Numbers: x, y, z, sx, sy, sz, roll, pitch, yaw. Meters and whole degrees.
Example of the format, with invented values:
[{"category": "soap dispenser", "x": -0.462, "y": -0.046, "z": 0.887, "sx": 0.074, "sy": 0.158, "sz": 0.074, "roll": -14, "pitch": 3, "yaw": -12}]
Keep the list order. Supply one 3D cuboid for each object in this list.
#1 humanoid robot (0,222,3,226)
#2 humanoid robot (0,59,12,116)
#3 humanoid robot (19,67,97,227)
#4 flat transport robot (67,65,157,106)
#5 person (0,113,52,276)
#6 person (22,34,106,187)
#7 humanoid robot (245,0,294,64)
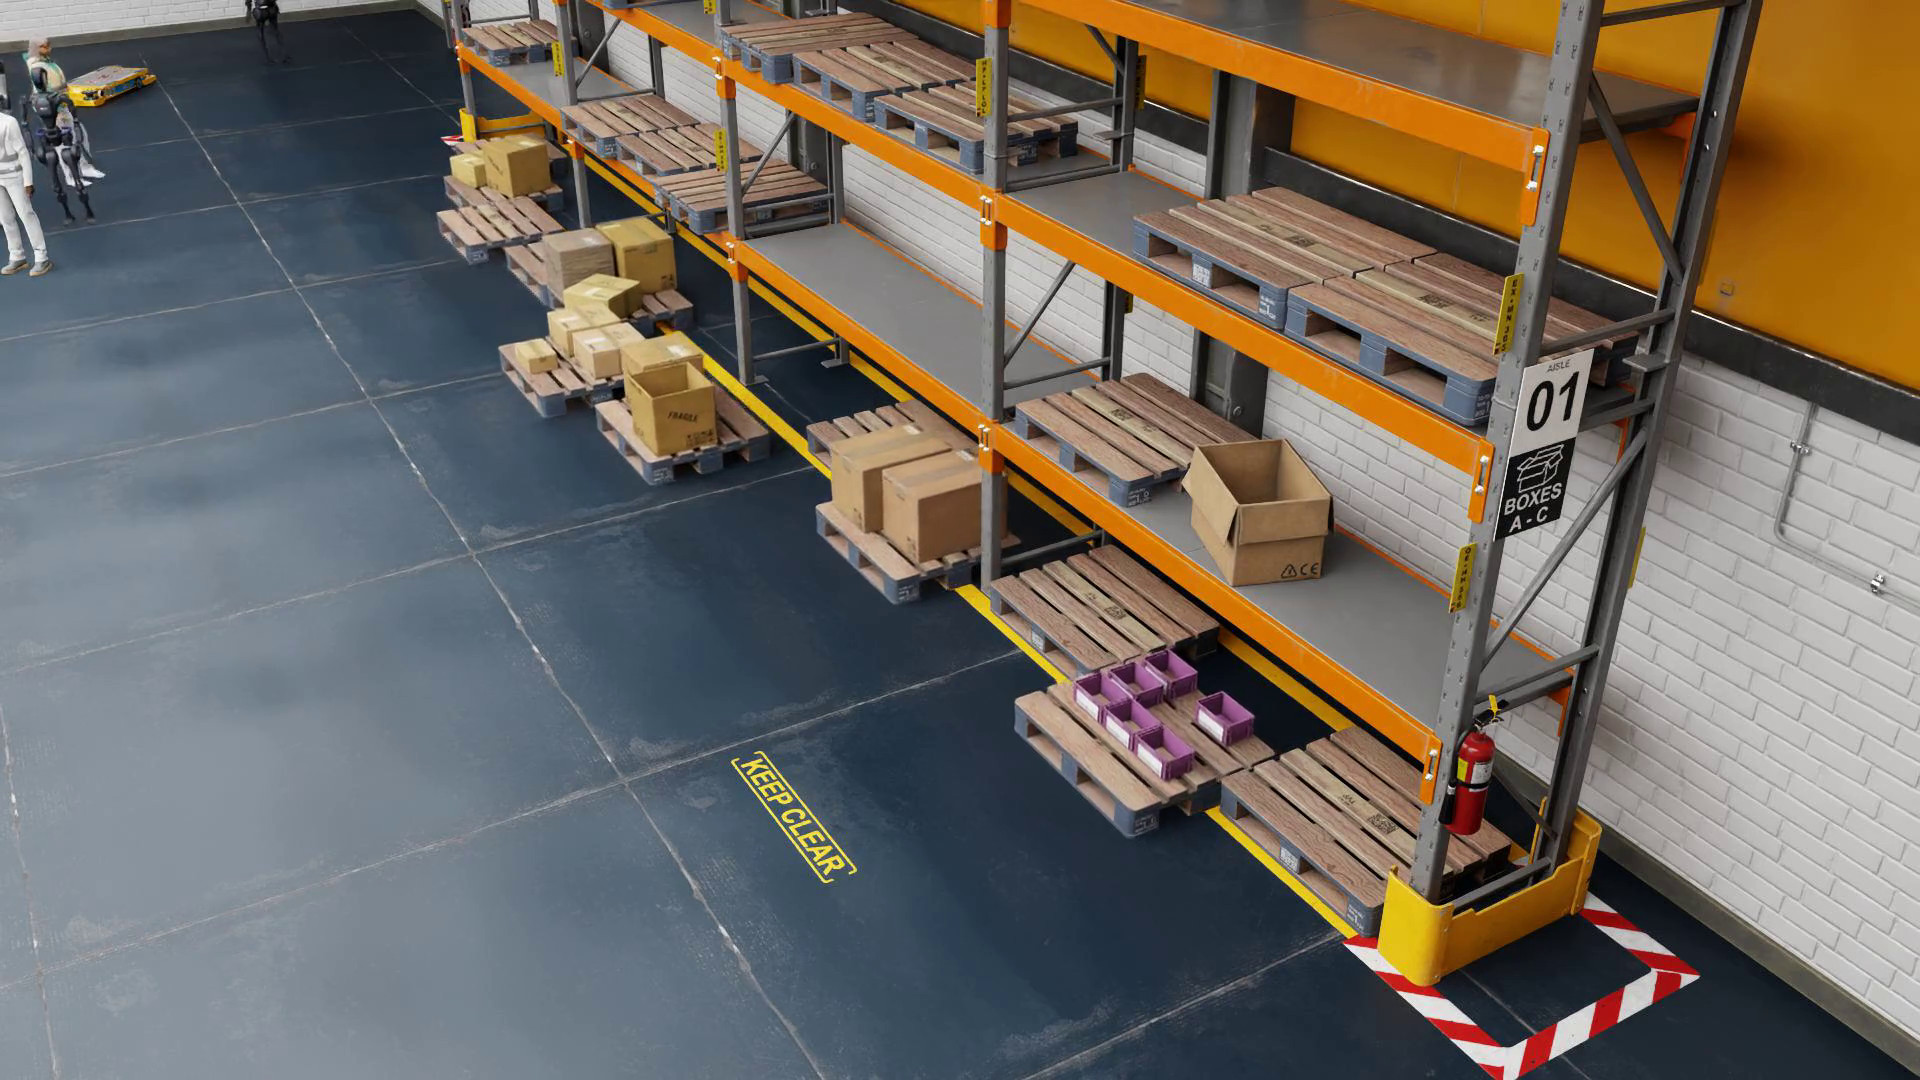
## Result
[{"category": "humanoid robot", "x": -10.544, "y": -4.151, "z": 17.483, "sx": 0.947, "sy": 1.759, "sz": 0.550, "roll": 15, "pitch": 33, "yaw": 25}, {"category": "humanoid robot", "x": -10.554, "y": -4.439, "z": 18.004, "sx": 0.571, "sy": 1.780, "sz": 0.910, "roll": -7, "pitch": 30, "yaw": -13}, {"category": "humanoid robot", "x": -9.495, "y": -4.130, "z": 17.483, "sx": 0.599, "sy": 1.651, "sz": 0.347, "roll": -8, "pitch": 31, "yaw": -14}, {"category": "flat transport robot", "x": -11.570, "y": -6.129, "z": 22.453, "sx": 0.659, "sy": 0.231, "sz": 1.431, "roll": 4, "pitch": 30, "yaw": 8}, {"category": "person", "x": -9.292, "y": -3.500, "z": 16.174, "sx": 0.584, "sy": 1.879, "sz": 0.341, "roll": 5, "pitch": 30, "yaw": 8}, {"category": "person", "x": -10.087, "y": -4.818, "z": 18.684, "sx": 0.532, "sy": 1.699, "sz": 0.518, "roll": 0, "pitch": 30, "yaw": 0}, {"category": "humanoid robot", "x": -9.913, "y": -7.597, "z": 23.618, "sx": 0.547, "sy": 1.648, "sz": 0.593, "roll": 10, "pitch": 31, "yaw": 17}]
